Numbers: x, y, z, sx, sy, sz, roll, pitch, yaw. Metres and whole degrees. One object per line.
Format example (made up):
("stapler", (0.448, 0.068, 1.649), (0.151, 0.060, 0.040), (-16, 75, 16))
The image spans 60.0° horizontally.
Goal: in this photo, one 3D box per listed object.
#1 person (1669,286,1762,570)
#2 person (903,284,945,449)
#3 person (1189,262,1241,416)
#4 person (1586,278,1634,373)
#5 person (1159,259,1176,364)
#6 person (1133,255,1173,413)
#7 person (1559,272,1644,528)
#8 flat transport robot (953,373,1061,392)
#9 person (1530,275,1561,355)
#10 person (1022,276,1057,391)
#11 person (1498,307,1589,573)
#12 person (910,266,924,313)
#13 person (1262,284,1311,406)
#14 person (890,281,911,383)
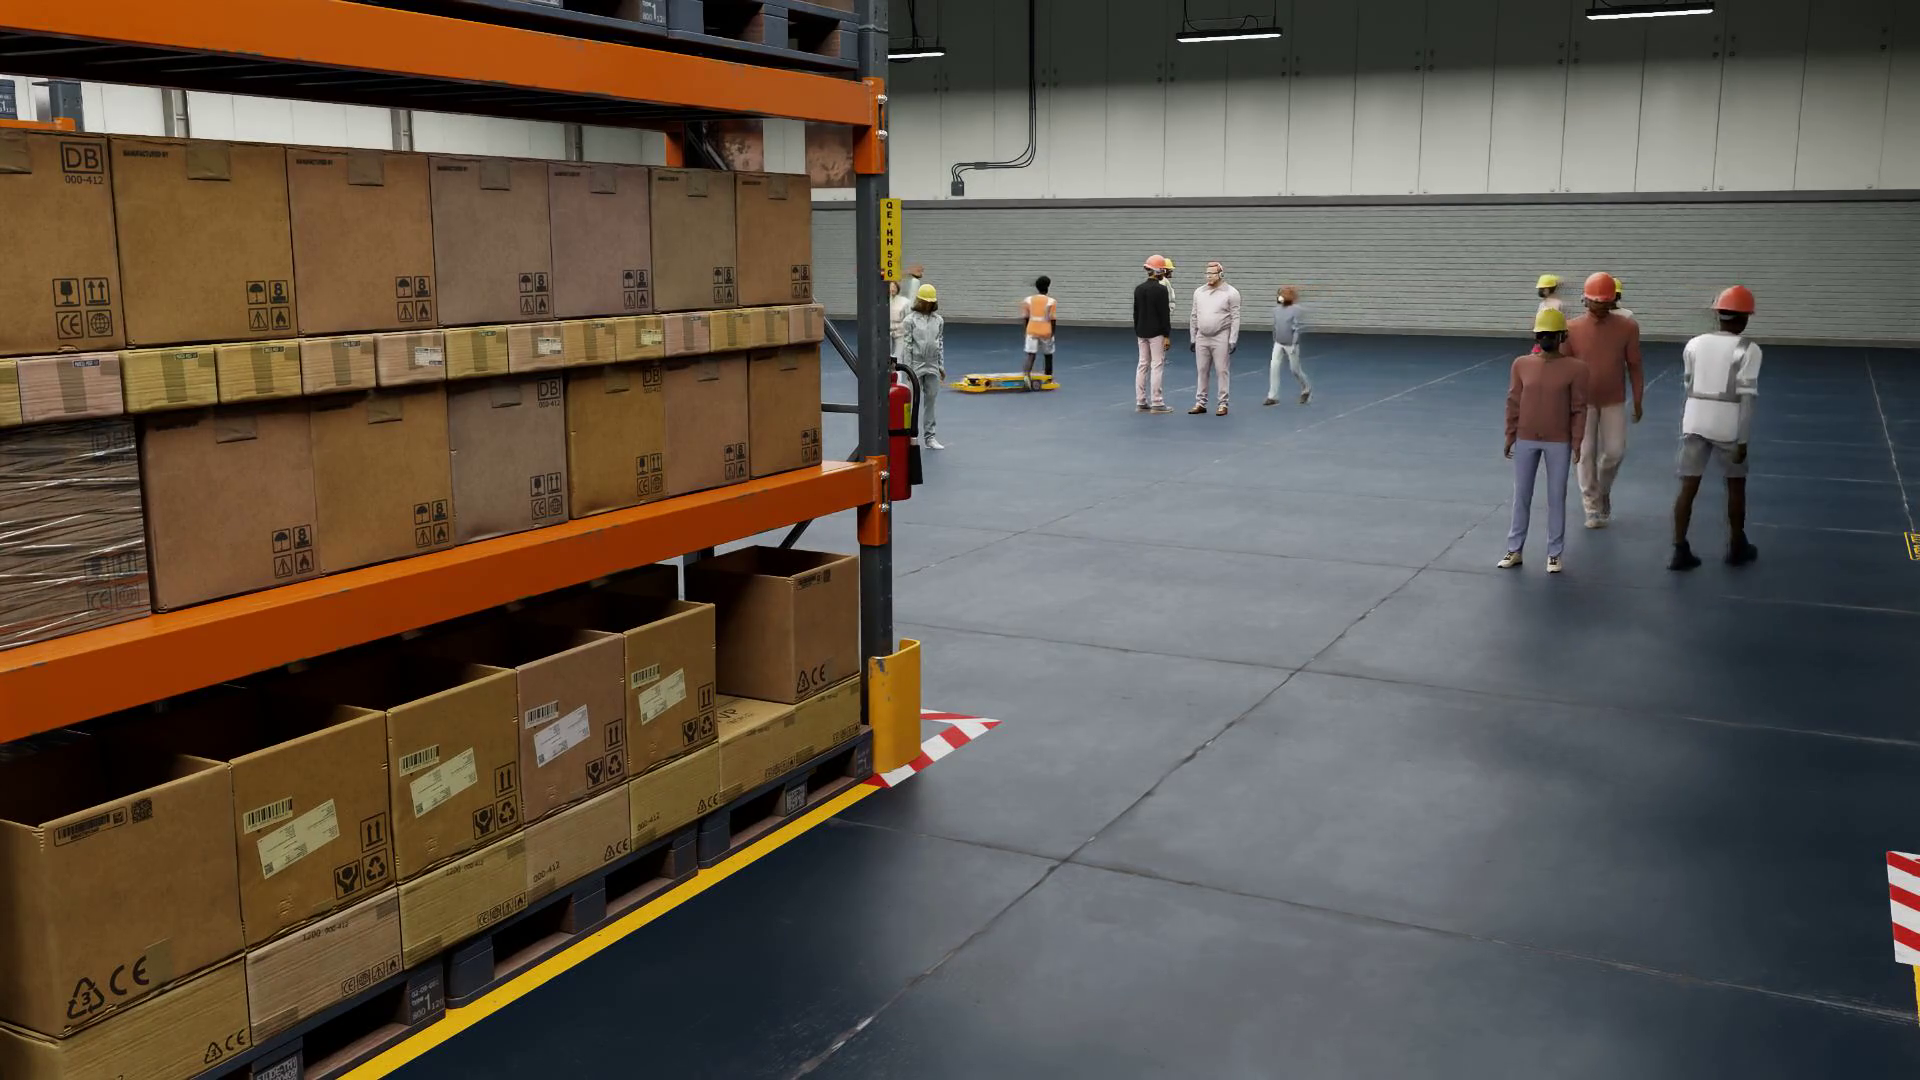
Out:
("person", (5.158, -0.754, 11.250), (0.883, 1.899, 0.565), (-9, 13, -39))
("person", (-0.362, -1.794, 17.360), (0.484, 1.736, 0.306), (-7, 12, -33))
("person", (3.158, -2.510, 20.797), (0.654, 1.906, 0.408), (7, 12, 33))
("person", (7.137, -1.995, 18.366), (0.525, 1.772, 0.301), (2, 11, 9))
("person", (3.584, -4.016, 29.214), (0.404, 1.830, 0.599), (1, 10, 5))
("person", (2.446, -2.600, 21.052), (0.375, 1.993, 0.617), (-7, 13, -35))
("person", (4.897, -1.069, 12.763), (0.661, 1.967, 0.527), (2, 11, 13))
("flat transport robot", (0.678, -2.296, 24.094), (1.431, 0.197, 0.652), (-5, 11, -23))
("person", (7.289, -2.444, 20.892), (0.658, 1.746, 0.527), (-2, 11, -9))
("person", (1.134, -2.964, 23.928), (0.528, 1.671, 0.787), (4, 11, 22))
("person", (3.897, -0.664, 11.113), (0.523, 1.769, 0.320), (7, 12, 32))
("person", (-0.768, -4.775, 33.910), (0.629, 1.612, 0.528), (0, 10, -1))
("person", (4.361, -2.587, 22.041), (0.790, 1.604, 0.514), (-10, 14, -42))
("person", (-0.950, -2.891, 23.653), (0.541, 1.606, 0.758), (0, 10, 0))
